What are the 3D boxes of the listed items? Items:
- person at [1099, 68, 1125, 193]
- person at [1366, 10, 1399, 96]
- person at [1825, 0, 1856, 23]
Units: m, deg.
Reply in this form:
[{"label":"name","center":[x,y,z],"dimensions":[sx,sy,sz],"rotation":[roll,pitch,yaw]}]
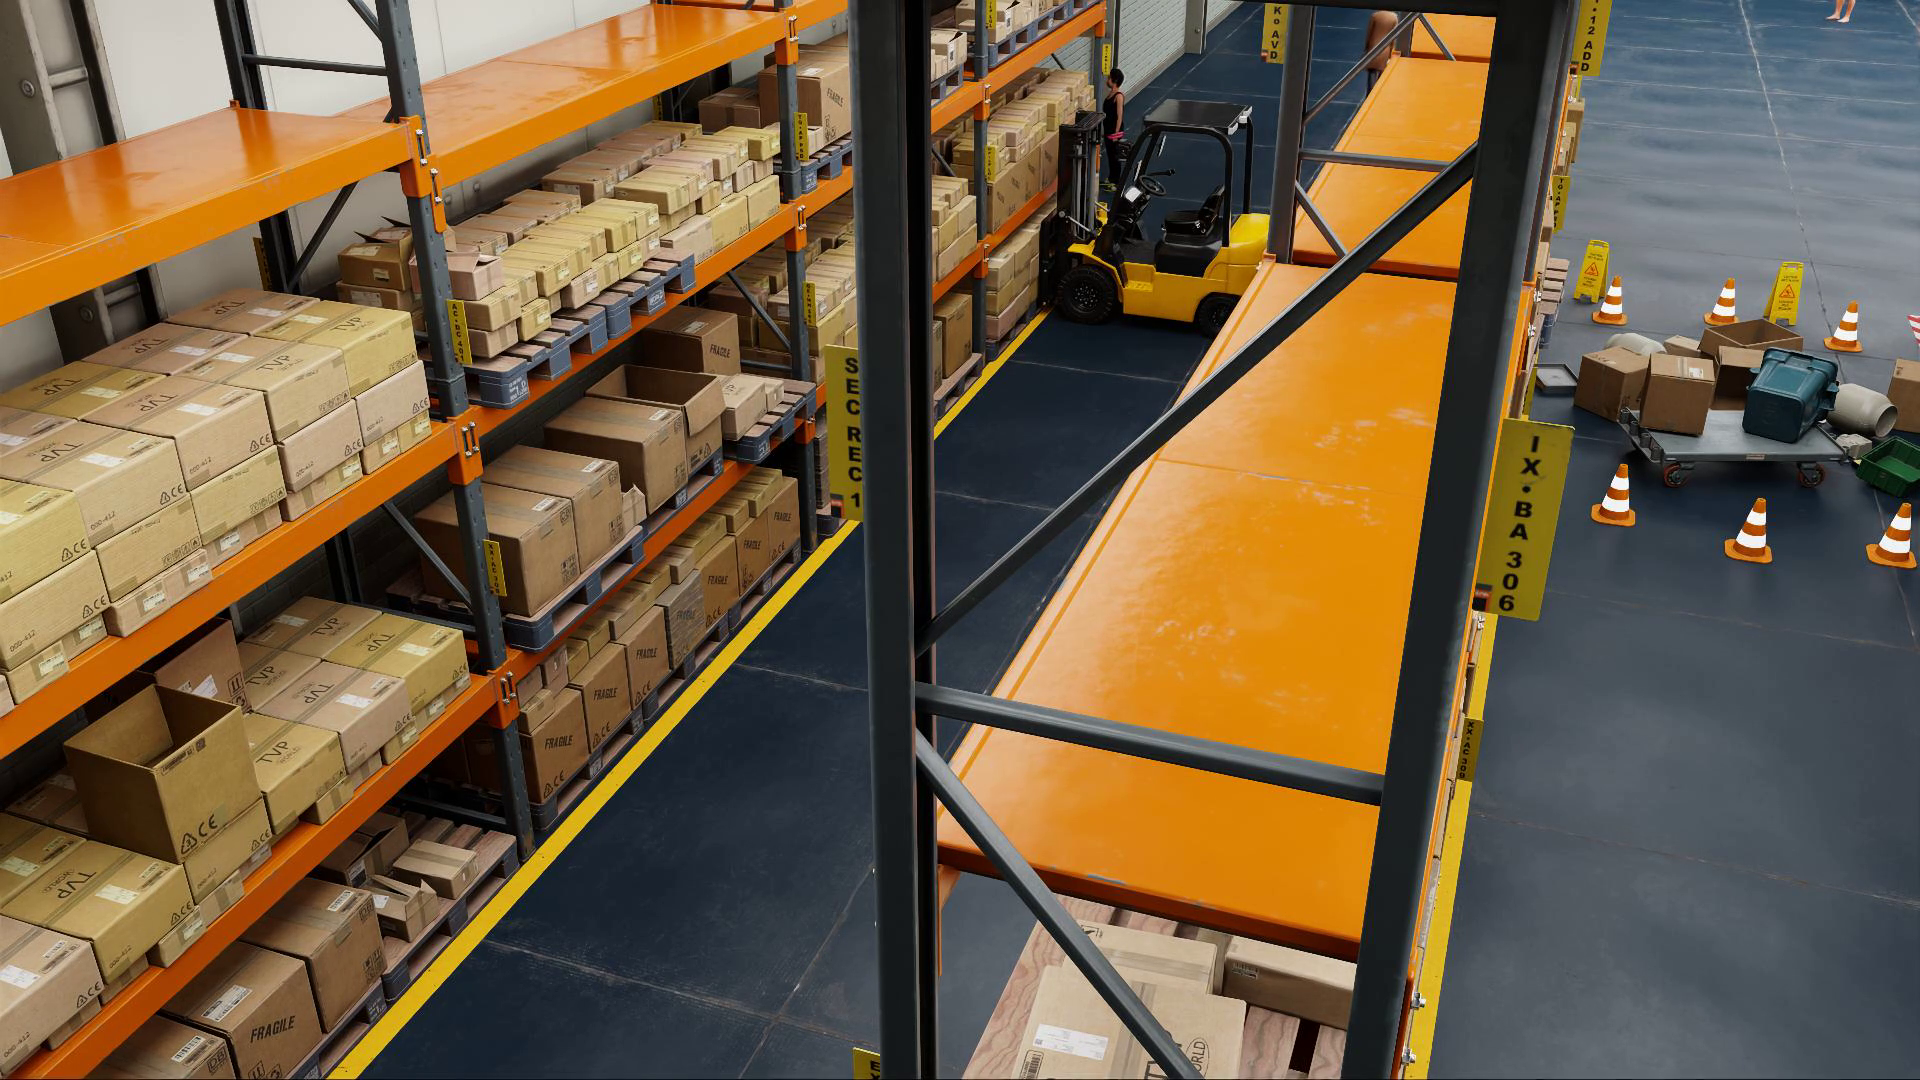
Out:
[{"label":"person","center":[1.983,-5.310,21.486],"dimensions":[0.685,1.552,0.582],"rotation":[-5,28,-8]},{"label":"person","center":[6.397,-7.448,25.351],"dimensions":[0.726,1.694,1.132],"rotation":[6,29,10]},{"label":"person","center":[16.842,-10.754,31.401],"dimensions":[0.771,1.842,0.698],"rotation":[-10,30,-19]}]
